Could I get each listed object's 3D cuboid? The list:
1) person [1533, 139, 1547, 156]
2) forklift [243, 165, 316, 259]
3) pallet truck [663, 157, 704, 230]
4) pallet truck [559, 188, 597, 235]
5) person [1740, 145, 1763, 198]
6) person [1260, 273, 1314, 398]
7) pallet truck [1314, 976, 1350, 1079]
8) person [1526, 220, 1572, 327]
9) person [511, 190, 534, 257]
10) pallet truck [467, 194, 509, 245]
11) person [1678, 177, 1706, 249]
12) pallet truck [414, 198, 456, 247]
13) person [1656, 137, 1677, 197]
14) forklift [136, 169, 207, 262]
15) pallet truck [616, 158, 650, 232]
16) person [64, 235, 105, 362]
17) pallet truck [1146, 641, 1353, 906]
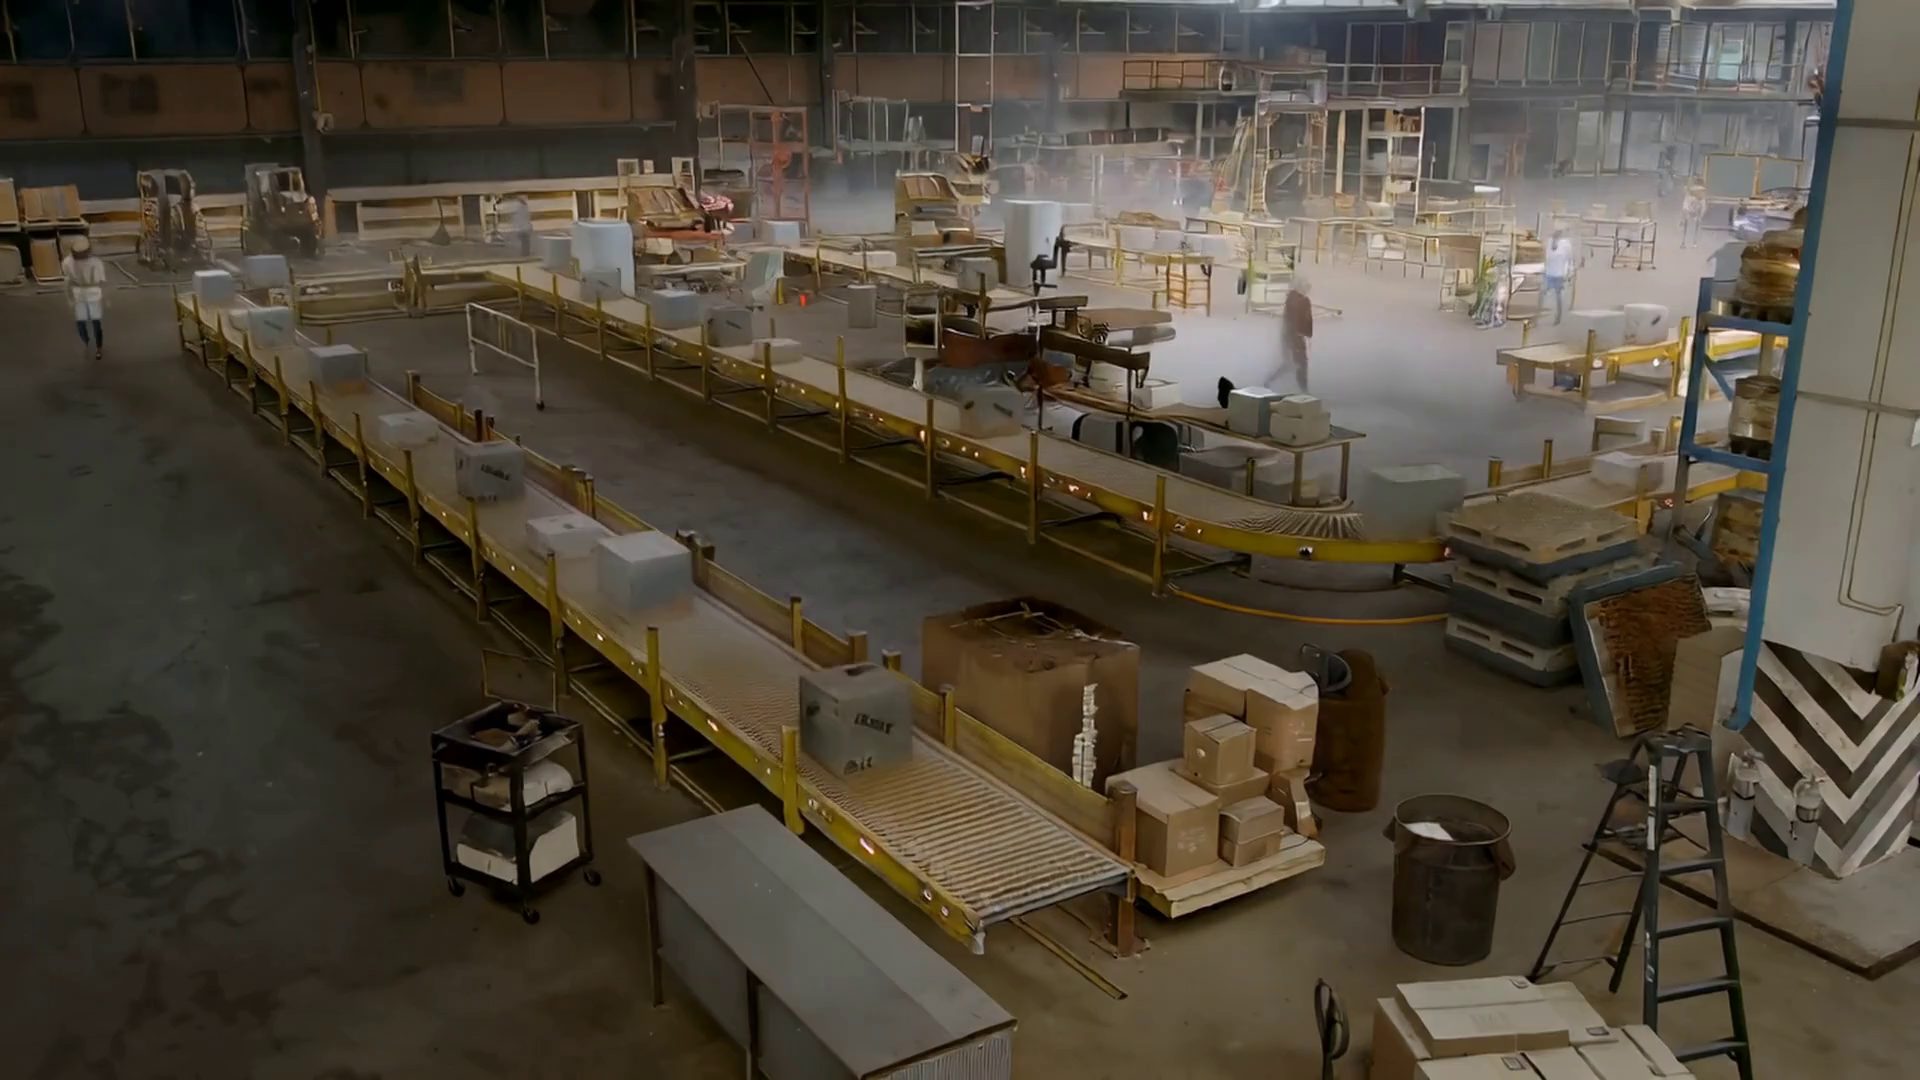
[{"bbox_3d":[24.194,-16.721,69.552,0.821,1.888,0.437,10,20,31],"label":"person"},{"bbox_3d":[-15.898,-7.669,38.708,1.157,1.987,2.680,-11,20,-33],"label":"forklift"},{"bbox_3d":[-7.586,-9.308,44.692,0.823,1.965,1.885,-11,20,-33],"label":"pallet truck"},{"bbox_3d":[-10.010,-8.652,43.699,0.653,1.274,1.630,-10,20,-31],"label":"pallet truck"},{"bbox_3d":[24.410,-11.231,51.309,0.593,1.869,0.594,14,22,39],"label":"person"},{"bbox_3d":[4.658,-2.813,23.305,0.874,1.877,0.652,10,19,29],"label":"person"},{"bbox_3d":[2.299,2.390,7.086,1.601,1.201,0.680,-2,17,-7],"label":"pallet truck"},{"bbox_3d":[10.584,-4.749,29.712,0.994,1.881,0.573,-13,21,-37],"label":"person"},{"bbox_3d":[-9.828,-6.932,37.210,0.535,1.746,0.643,9,19,28],"label":"person"},{"bbox_3d":[-11.983,-8.177,42.137,0.704,1.261,1.522,-11,20,-33],"label":"pallet truck"},{"bbox_3d":[18.041,-8.043,40.925,0.487,1.740,0.313,12,20,35],"label":"person"},{"bbox_3d":[-13.250,-8.060,41.856,0.680,1.201,1.601,-10,20,-31],"label":"pallet truck"},{"bbox_3d":[23.147,-12.186,54.404,0.596,1.918,0.384,-10,19,-29],"label":"person"},{"bbox_3d":[-17.842,-7.318,37.559,1.157,1.987,2.680,-10,20,-31],"label":"forklift"},{"bbox_3d":[-8.918,-9.176,44.255,0.823,1.965,1.885,-9,19,-27],"label":"pallet truck"},{"bbox_3d":[-13.891,-3.845,26.470,0.619,2.019,0.447,-3,17,-10],"label":"person"},{"bbox_3d":[1.664,1.407,10.232,1.630,1.274,0.653,-10,20,-31],"label":"pallet truck"}]
